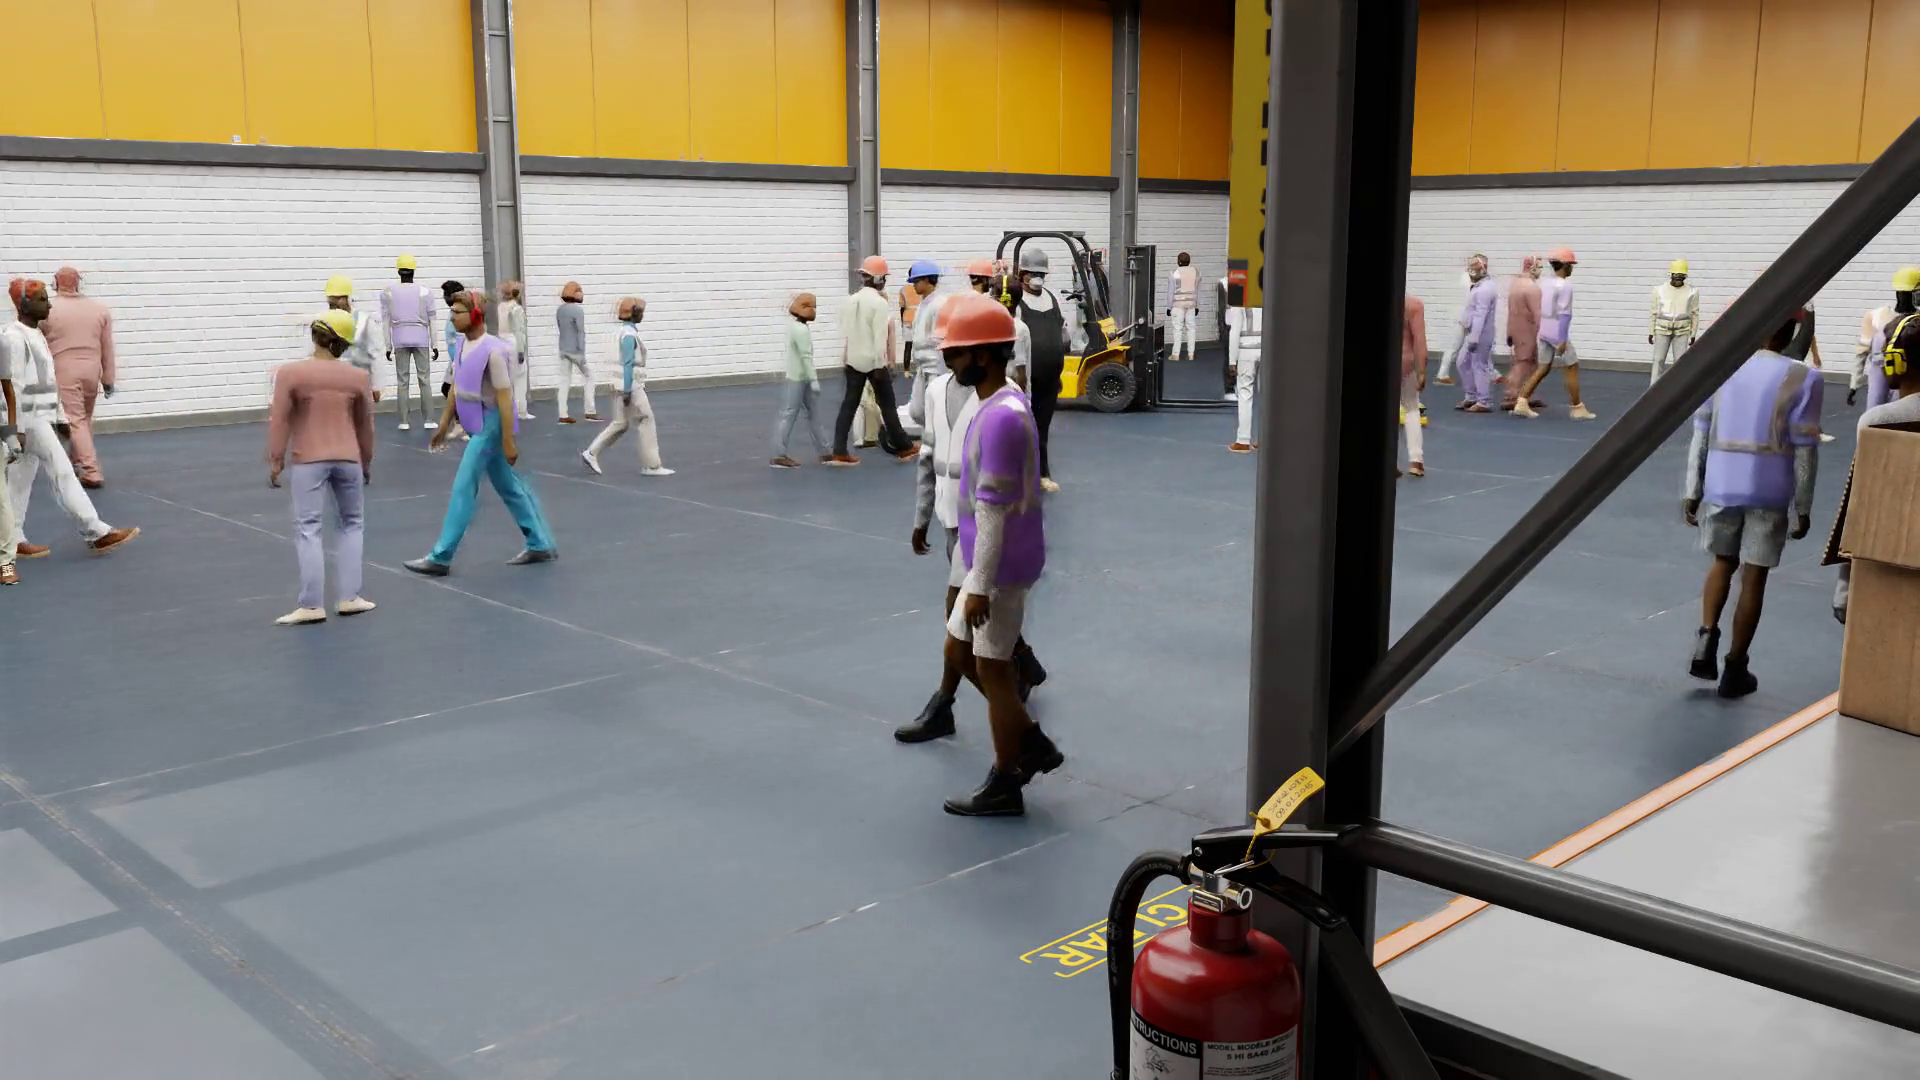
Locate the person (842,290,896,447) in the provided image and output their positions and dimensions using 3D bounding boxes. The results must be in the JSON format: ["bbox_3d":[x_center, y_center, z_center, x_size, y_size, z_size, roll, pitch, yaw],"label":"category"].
[{"bbox_3d":[-0.915,-1.745,16.863,0.577,1.586,0.806,2,11,10],"label":"person"}]

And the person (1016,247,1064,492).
[{"bbox_3d":[0.611,-1.387,13.707,0.686,2.000,0.535,-7,13,-35],"label":"person"}]

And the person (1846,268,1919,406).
[{"bbox_3d":[7.559,-1.252,13.439,0.605,1.877,1.014,9,13,39],"label":"person"}]

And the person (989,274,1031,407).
[{"bbox_3d":[0.329,-0.876,11.397,0.312,1.866,0.538,-1,10,-5],"label":"person"}]

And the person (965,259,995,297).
[{"bbox_3d":[0.233,-1.739,16.020,0.909,1.894,0.543,-8,13,-36],"label":"person"}]

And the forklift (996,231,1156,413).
[{"bbox_3d":[1.222,-2.721,20.561,2.313,2.155,1.214,2,11,13],"label":"forklift"}]

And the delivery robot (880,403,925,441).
[{"bbox_3d":[-0.425,-1.185,16.404,0.707,0.478,0.477,-1,11,-5],"label":"delivery robot"}]

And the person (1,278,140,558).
[{"bbox_3d":[-5.956,-0.789,10.974,0.924,1.841,0.606,-4,11,-20],"label":"person"}]

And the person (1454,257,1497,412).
[{"bbox_3d":[6.173,-2.459,20.010,0.573,1.871,0.711,2,11,13],"label":"person"}]

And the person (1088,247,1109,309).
[{"bbox_3d":[2.191,-3.500,25.494,0.961,1.956,0.653,0,10,-1],"label":"person"}]

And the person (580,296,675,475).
[{"bbox_3d":[-2.982,-1.357,14.743,0.756,1.602,0.503,-4,11,-18],"label":"person"}]

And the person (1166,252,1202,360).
[{"bbox_3d":[3.809,-3.986,28.427,0.625,1.844,0.429,-3,11,-17],"label":"person"}]

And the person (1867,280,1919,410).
[{"bbox_3d":[5.930,-0.688,10.236,0.632,1.925,0.430,6,12,31],"label":"person"}]

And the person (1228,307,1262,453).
[{"bbox_3d":[2.885,-1.786,16.331,0.577,1.880,0.355,-4,11,-23],"label":"person"}]

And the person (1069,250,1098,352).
[{"bbox_3d":[1.822,-3.265,24.287,0.433,1.915,0.682,6,12,30],"label":"person"}]

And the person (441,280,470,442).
[{"bbox_3d":[-5.174,-1.842,17.169,0.506,1.671,0.546,-7,12,-33],"label":"person"}]

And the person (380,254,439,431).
[{"bbox_3d":[-6.018,-2.159,18.226,0.587,1.928,0.362,-3,11,-14],"label":"person"}]

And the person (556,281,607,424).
[{"bbox_3d":[-4.334,-2.123,18.896,0.508,1.607,0.644,9,14,39],"label":"person"}]

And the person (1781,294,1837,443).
[{"bbox_3d":[8.695,-1.938,17.405,0.984,1.801,0.527,10,14,44],"label":"person"}]

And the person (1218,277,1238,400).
[{"bbox_3d":[3.576,-2.741,21.487,0.596,1.905,0.439,-4,11,-21],"label":"person"}]

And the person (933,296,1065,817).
[{"bbox_3d":[0.107,0.081,6.055,0.401,1.923,0.544,0,10,-2],"label":"person"}]

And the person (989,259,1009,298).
[{"bbox_3d":[0.337,-1.904,16.956,0.745,1.878,0.661,-2,11,-13],"label":"person"}]

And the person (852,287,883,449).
[{"bbox_3d":[-0.891,-1.705,16.569,0.384,1.619,0.528,-3,11,-16],"label":"person"}]

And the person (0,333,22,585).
[{"bbox_3d":[-6.004,-0.644,10.113,0.514,1.876,0.328,-3,11,-18],"label":"person"}]

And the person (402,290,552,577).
[{"bbox_3d":[-3.053,-0.678,10.524,0.993,1.790,0.563,-6,12,-31],"label":"person"}]

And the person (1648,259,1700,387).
[{"bbox_3d":[9.184,-2.690,21.421,0.596,1.825,0.403,4,11,21],"label":"person"}]

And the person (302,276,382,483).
[{"bbox_3d":[-5.295,-1.353,14.215,0.609,1.780,0.945,1,10,6],"label":"person"}]

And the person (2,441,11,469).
[{"bbox_3d":[-8.941,-1.467,14.815,0.635,1.801,0.940,5,11,24],"label":"person"}]

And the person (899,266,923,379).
[{"bbox_3d":[-0.654,-3.224,24.685,0.531,1.694,0.320,4,11,21],"label":"person"}]

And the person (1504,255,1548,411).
[{"bbox_3d":[6.997,-2.507,20.236,0.755,1.881,0.657,0,10,1],"label":"person"}]

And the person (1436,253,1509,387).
[{"bbox_3d":[7.256,-3.086,23.430,1.060,1.874,0.633,1,10,8],"label":"person"}]

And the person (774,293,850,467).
[{"bbox_3d":[-1.359,-1.455,15.265,0.787,1.594,0.531,-1,10,-8],"label":"person"}]

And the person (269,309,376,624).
[{"bbox_3d":[-3.566,-0.407,9.245,0.647,1.724,0.365,-7,13,-35],"label":"person"}]

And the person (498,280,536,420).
[{"bbox_3d":[-5.241,-2.182,19.187,0.545,1.619,0.533,-10,14,-42],"label":"person"}]

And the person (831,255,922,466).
[{"bbox_3d":[-0.812,-1.659,15.455,1.026,1.938,0.632,-9,14,-40],"label":"person"}]

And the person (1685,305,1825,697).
[{"bbox_3d":[3.660,-0.224,7.660,0.397,1.925,0.556,-10,14,-42],"label":"person"}]

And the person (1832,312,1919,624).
[{"bbox_3d":[3.388,0.119,6.002,0.515,1.861,0.320,-3,11,-14],"label":"person"}]

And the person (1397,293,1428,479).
[{"bbox_3d":[3.788,-1.499,14.586,0.648,1.940,0.570,5,12,27],"label":"person"}]

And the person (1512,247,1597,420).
[{"bbox_3d":[6.899,-2.375,19.237,0.945,2.008,0.615,-2,11,-9],"label":"person"}]

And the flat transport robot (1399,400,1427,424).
[{"bbox_3d":[4.939,-1.514,19.228,0.652,0.197,1.431,1,10,5],"label":"flat transport robot"}]

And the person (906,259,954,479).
[{"bbox_3d":[-0.197,-1.493,14.586,0.487,1.926,0.650,-5,11,-24],"label":"person"}]

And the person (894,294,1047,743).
[{"bbox_3d":[0.086,-0.126,7.263,0.987,1.897,0.560,-10,14,-42],"label":"person"}]

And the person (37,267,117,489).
[{"bbox_3d":[-7.622,-1.384,14.190,1.006,1.853,0.651,7,13,35],"label":"person"}]
